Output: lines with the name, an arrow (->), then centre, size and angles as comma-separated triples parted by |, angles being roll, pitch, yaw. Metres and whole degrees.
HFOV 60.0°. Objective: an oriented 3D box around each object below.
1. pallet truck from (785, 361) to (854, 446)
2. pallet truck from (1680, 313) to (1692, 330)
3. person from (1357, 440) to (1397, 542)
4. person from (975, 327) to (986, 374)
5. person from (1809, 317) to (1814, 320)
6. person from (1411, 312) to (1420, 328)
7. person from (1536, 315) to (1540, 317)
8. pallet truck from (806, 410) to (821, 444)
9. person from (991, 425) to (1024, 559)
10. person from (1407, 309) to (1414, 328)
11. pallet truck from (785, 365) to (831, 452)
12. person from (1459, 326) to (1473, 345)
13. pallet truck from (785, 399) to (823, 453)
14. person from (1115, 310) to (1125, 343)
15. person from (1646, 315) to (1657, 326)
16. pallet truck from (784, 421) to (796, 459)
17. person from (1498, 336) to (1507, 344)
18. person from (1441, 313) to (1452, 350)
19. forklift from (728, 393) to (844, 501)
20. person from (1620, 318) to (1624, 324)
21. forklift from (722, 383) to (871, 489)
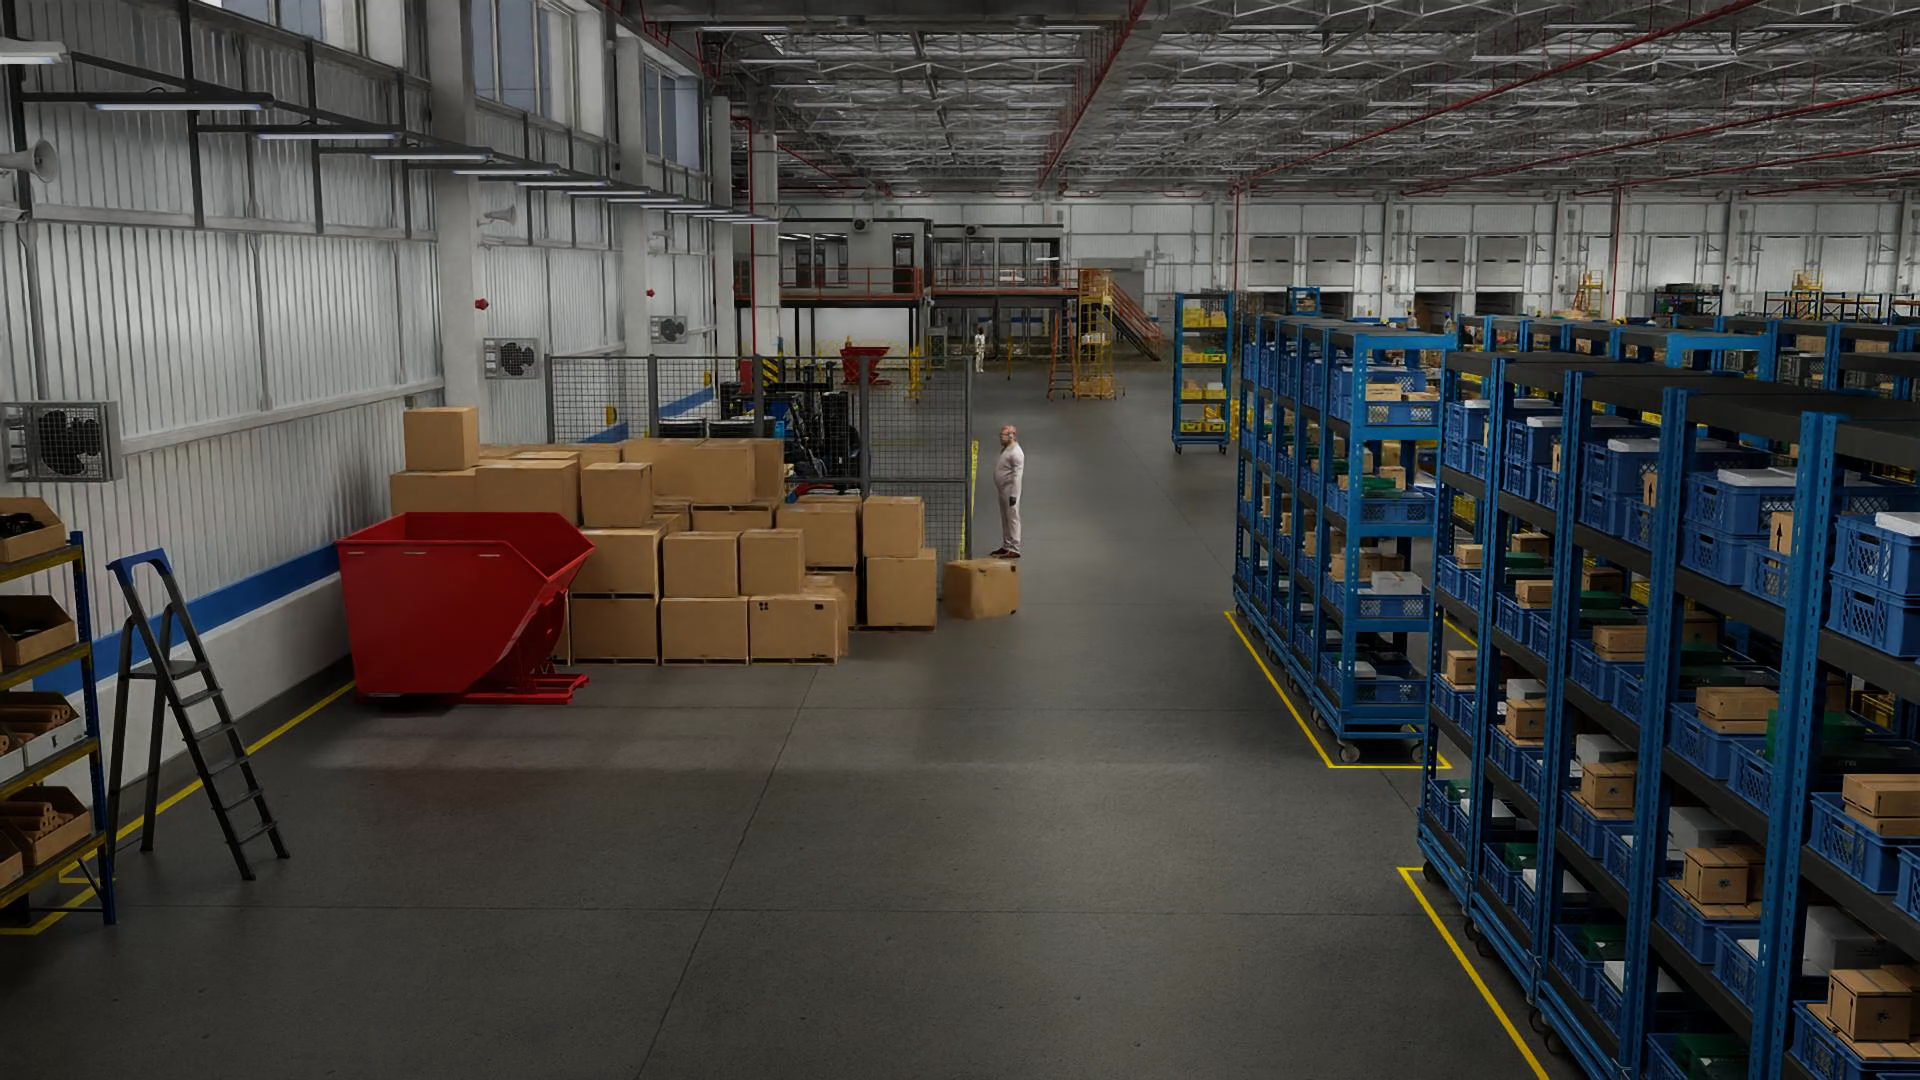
pallet truck -> -3.410, -3.193, 38.978 | 1.885, 1.965, 0.823 | 0, 9, -1
pallet truck -> 36.315, -10.531, 84.244 | 0.823, 1.965, 1.885 | -6, 11, -33
person -> 6.189, -0.841, 25.118 | 0.931, 1.779, 0.614 | 7, 12, 39
person -> 0.810, -7.498, 65.878 | 0.355, 1.884, 0.575 | 6, 11, 34
person -> 41.341, -9.954, 81.102 | 0.630, 1.872, 0.988 | 0, 9, 1
person -> 24.051, -11.064, 87.881 | 0.675, 1.904, 0.643 | 2, 10, 14
person -> 31.371, -11.354, 90.245 | 0.321, 1.696, 0.530 | 4, 10, 23
pallet truck -> -3.559, -2.018, 33.905 | 1.522, 1.261, 0.704 | 0, 9, -1
person -> 0.677, -0.697, 23.846 | 0.407, 1.913, 0.641 | -3, 10, -18
person -> 25.607, -12.187, 94.710 | 0.398, 1.919, 0.587 | 7, 11, 37
pallet truck -> -3.774, -2.976, 37.635 | 1.885, 1.965, 0.823 | 1, 9, 5
person -> 19.747, -7.410, 64.995 | 0.390, 1.995, 0.613 | -6, 11, -34
pallet truck -> -3.814, -2.432, 36.419 | 1.630, 1.274, 0.653 | 0, 9, 1
person -> 9.044, -12.091, 94.189 | 0.583, 1.895, 0.558 | 0, 9, -1
person -> 33.857, -10.049, 81.452 | 0.355, 1.936, 0.635 | -4, 10, -23
pallet truck -> -4.013, -1.793, 32.705 | 1.601, 1.201, 0.680 | 0, 9, 1
person -> 17.388, -5.533, 53.340 | 0.615, 2.028, 0.415 | 6, 11, 34
person -> 25.126, -10.767, 85.851 | 0.397, 1.944, 0.617 | -2, 10, -14
forklift -> -2.979, -1.316, 26.476 | 2.680, 1.987, 1.157 | 0, 9, 1
person -> 30.876, -9.429, 77.696 | 0.586, 1.918, 0.394 | 7, 11, 36
forklift -> -2.893, -1.687, 28.729 | 2.680, 1.987, 1.157 | 0, 9, -1
